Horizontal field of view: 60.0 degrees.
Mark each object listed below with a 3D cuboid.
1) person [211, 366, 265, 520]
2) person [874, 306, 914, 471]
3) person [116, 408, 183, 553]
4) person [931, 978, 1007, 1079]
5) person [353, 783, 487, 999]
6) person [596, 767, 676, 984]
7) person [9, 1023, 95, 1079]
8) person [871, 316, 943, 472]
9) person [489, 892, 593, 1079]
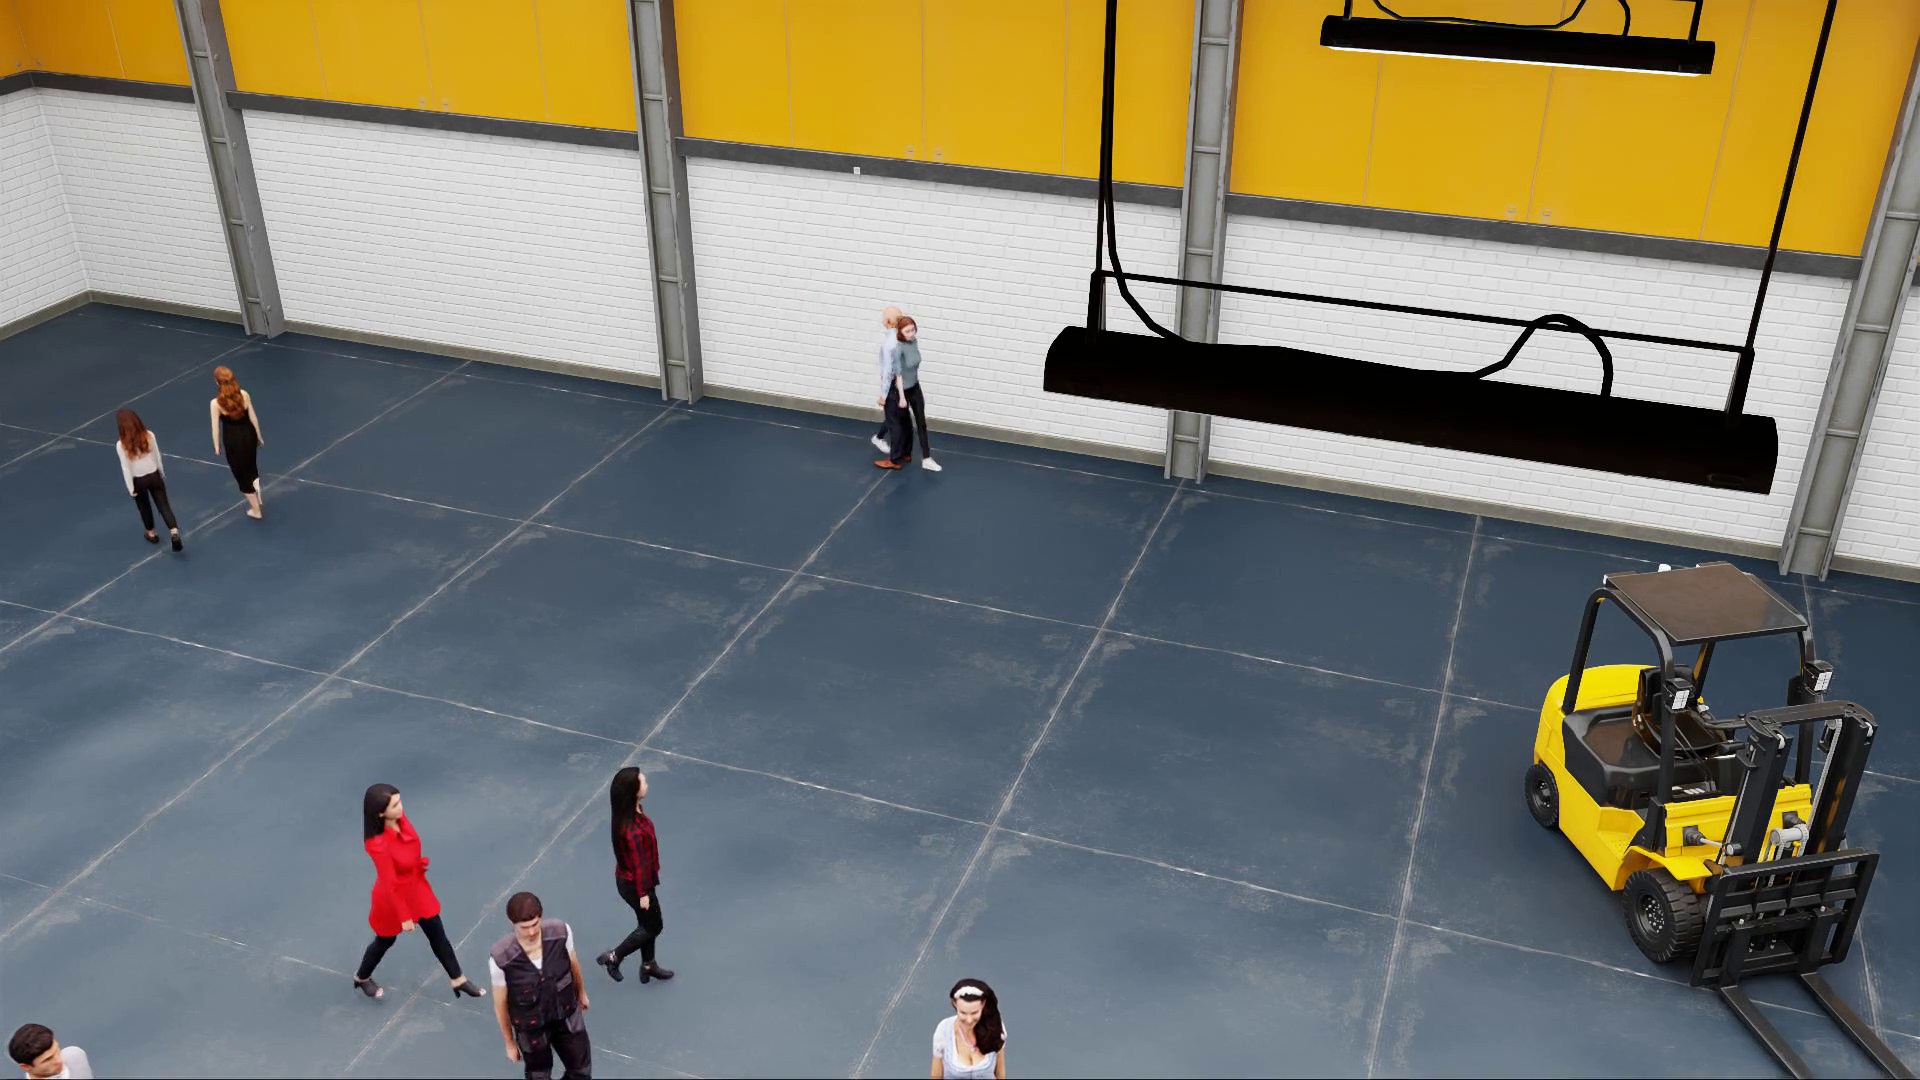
[{"bbox_3d":[-7.074,-0.937,16.439,0.746,1.613,0.696,23,36,36],"label":"person"},{"bbox_3d":[-0.681,-1.606,17.480,0.620,1.791,0.677,15,32,26],"label":"person"},{"bbox_3d":[-7.744,-0.558,15.899,0.805,1.465,1.011,-25,37,-37],"label":"person"},{"bbox_3d":[0.037,3.055,8.907,0.820,1.819,0.897,-4,29,-7],"label":"person"},{"bbox_3d":[-3.614,2.270,10.470,1.159,1.700,0.828,2,29,4],"label":"person"},{"bbox_3d":[-2.151,2.202,10.658,0.857,1.639,0.787,-6,29,-10],"label":"person"},{"bbox_3d":[-4.509,3.211,8.513,0.726,1.922,0.813,2,29,4],"label":"person"},{"bbox_3d":[-0.644,-1.555,17.481,1.226,1.702,0.800,17,33,28],"label":"person"},{"bbox_3d":[-2.434,2.676,9.589,0.840,1.830,0.872,-17,33,-28],"label":"person"}]
